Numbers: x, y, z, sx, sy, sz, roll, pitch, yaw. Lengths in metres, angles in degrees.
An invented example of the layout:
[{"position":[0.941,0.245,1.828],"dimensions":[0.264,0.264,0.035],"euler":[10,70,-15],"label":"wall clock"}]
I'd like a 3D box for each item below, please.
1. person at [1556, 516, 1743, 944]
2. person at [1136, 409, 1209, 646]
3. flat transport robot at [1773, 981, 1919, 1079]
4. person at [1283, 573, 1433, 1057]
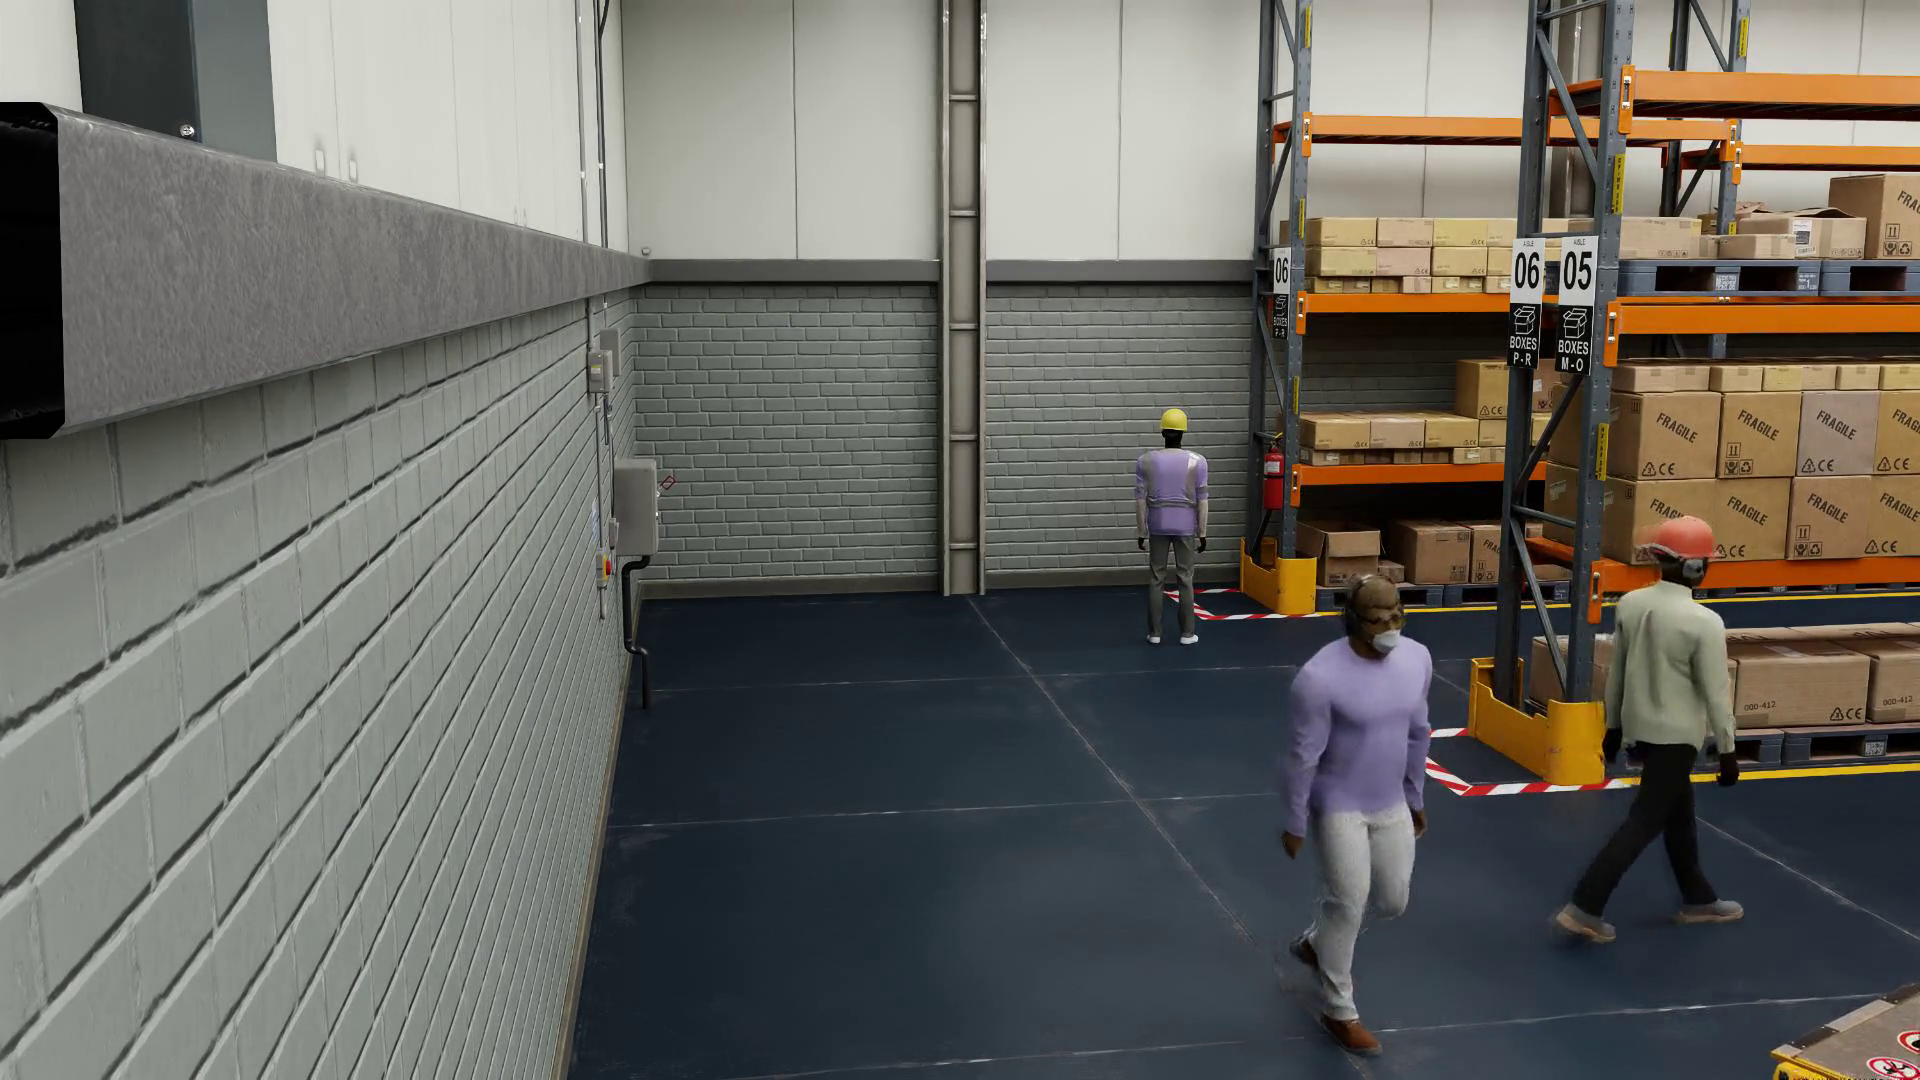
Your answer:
[{"position":[3.157,0.859,7.514],"dimensions":[1.031,1.953,0.620],"euler":[-2,10,-14],"label":"person"},{"position":[1.710,-0.098,13.447],"dimensions":[0.587,1.928,0.363],"euler":[2,9,11],"label":"person"},{"position":[3.473,1.936,5.997],"dimensions":[1.431,0.197,0.652],"euler":[-6,11,-34],"label":"flat transport robot"},{"position":[1.506,1.036,6.531],"dimensions":[0.651,1.911,0.640],"euler":[-5,10,-27],"label":"person"}]
